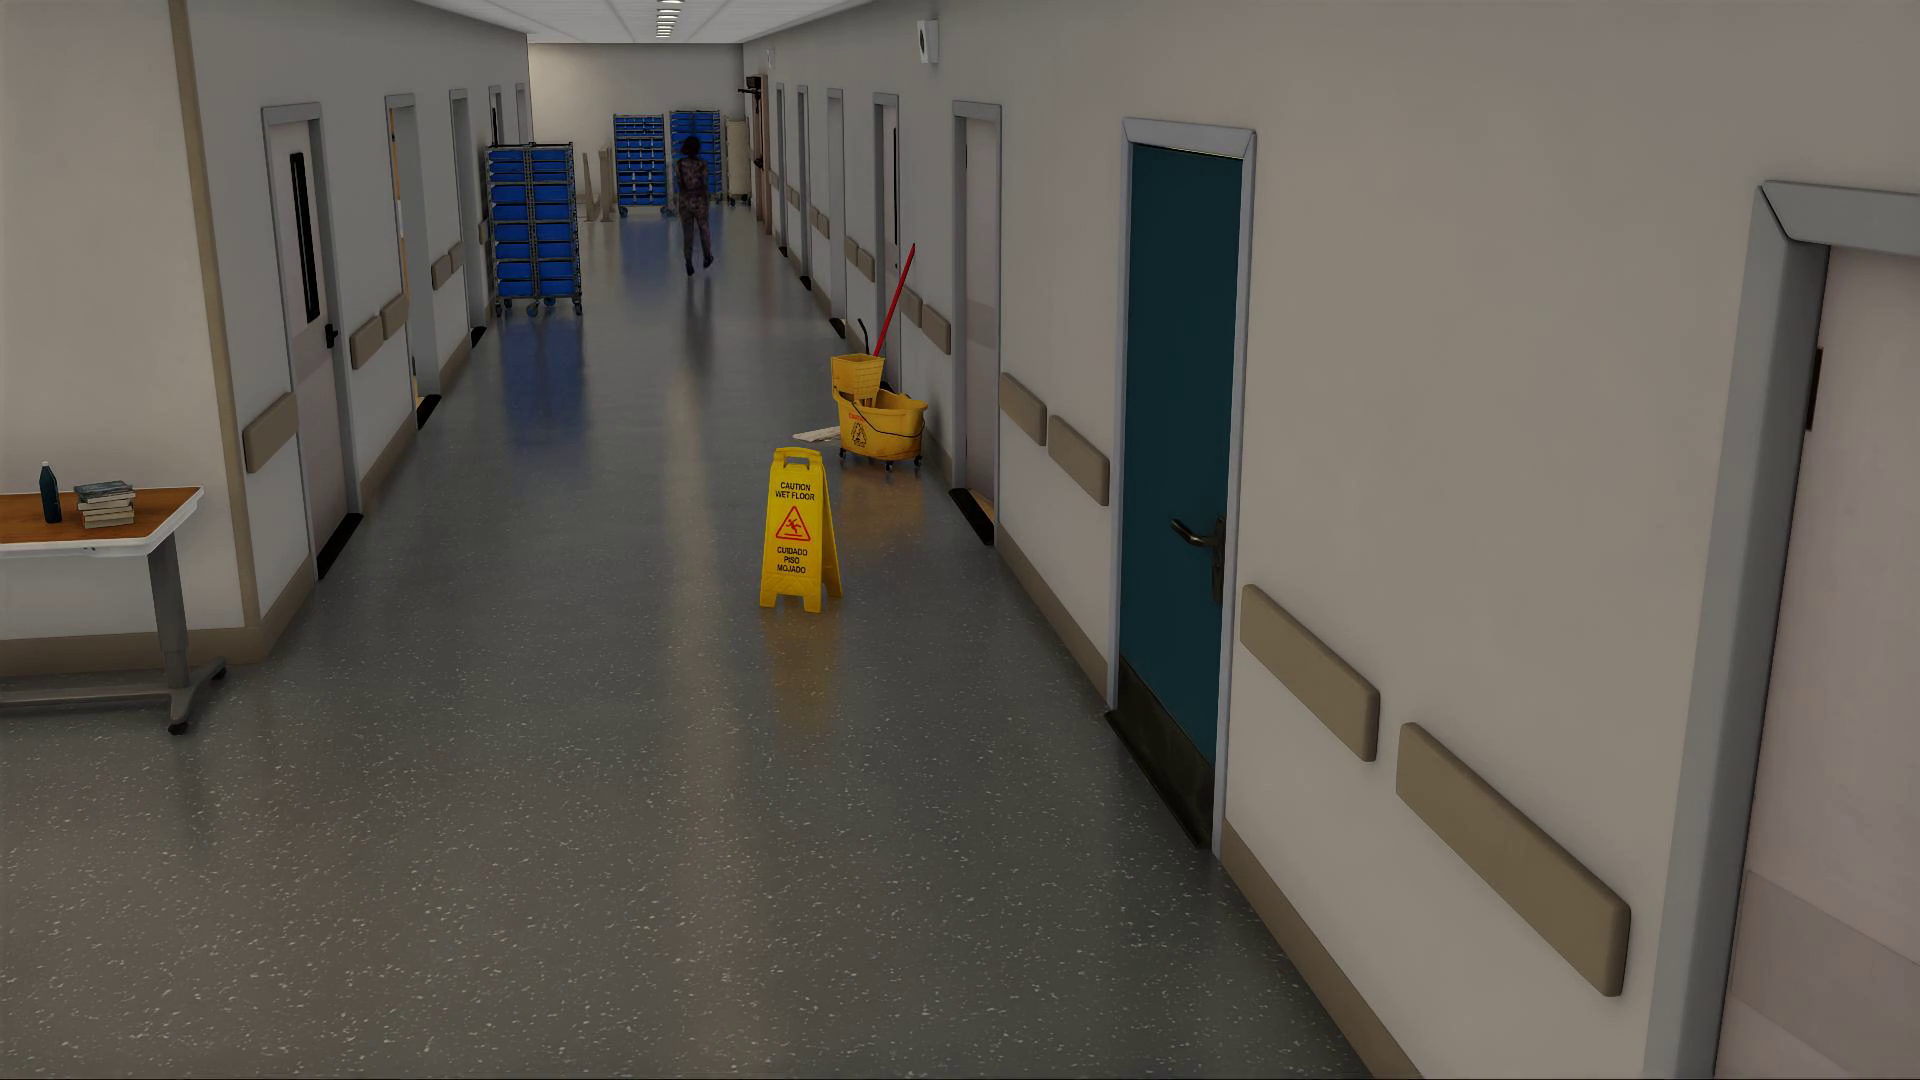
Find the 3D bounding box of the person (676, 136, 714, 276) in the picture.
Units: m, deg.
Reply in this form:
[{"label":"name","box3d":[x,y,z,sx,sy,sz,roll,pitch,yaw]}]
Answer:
[{"label":"person","box3d":[-3.298,-4.049,20.401,0.796,1.654,1.215,1,16,5]}]
